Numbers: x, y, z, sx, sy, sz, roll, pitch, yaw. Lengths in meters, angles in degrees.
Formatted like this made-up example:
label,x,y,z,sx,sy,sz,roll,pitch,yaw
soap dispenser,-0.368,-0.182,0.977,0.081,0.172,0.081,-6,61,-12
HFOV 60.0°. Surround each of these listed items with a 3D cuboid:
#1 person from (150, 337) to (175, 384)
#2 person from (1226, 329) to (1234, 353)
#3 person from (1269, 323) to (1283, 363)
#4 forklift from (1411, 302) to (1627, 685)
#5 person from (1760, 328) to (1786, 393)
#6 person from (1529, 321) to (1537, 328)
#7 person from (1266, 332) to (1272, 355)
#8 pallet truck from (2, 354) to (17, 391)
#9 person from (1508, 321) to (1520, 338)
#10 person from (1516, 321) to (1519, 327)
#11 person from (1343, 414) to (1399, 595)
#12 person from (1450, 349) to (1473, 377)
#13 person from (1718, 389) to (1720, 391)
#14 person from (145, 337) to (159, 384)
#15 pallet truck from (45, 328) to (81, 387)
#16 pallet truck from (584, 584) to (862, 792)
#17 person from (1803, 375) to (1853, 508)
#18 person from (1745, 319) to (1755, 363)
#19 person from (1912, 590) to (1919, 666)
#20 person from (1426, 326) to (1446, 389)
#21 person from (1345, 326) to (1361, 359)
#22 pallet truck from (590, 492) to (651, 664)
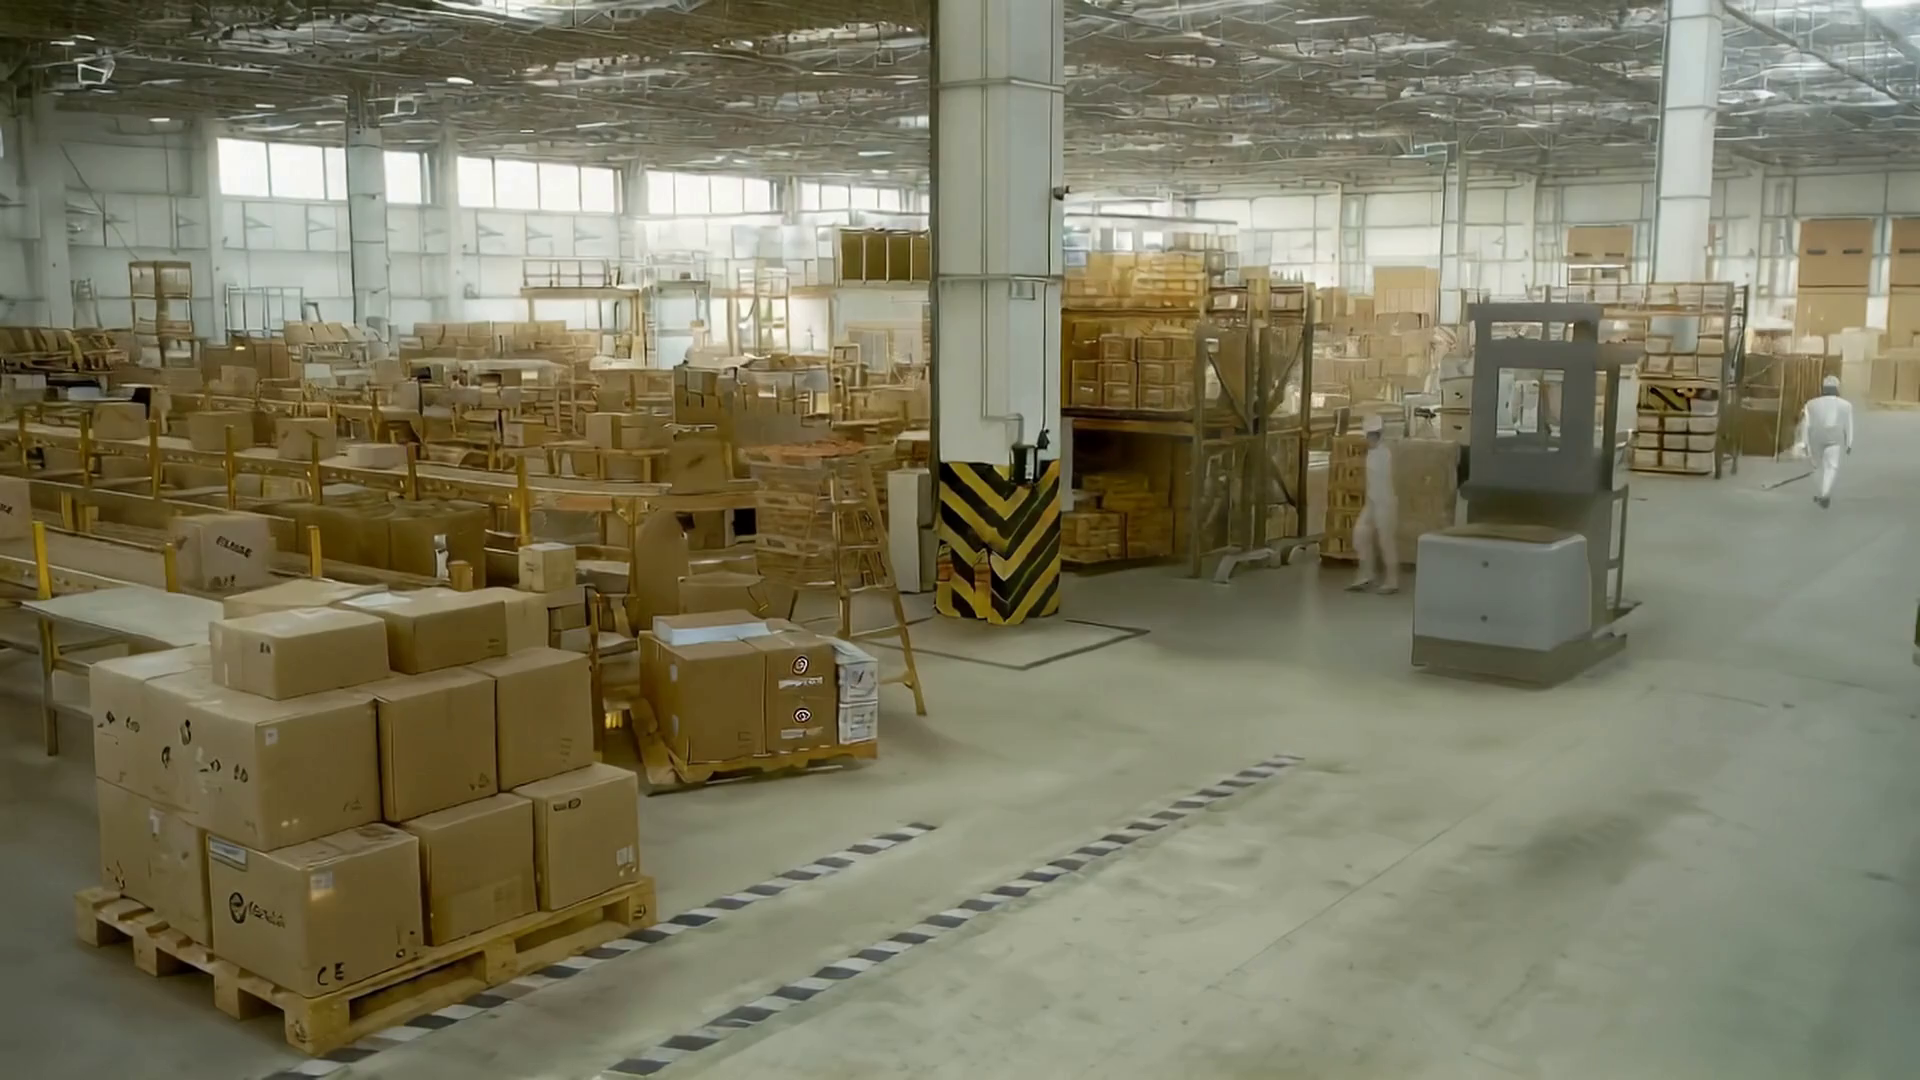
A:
label,x,y,z,sx,sy,sz,roll,pitch,yaw
person,-19.437,-4.110,40.572,0.604,1.999,1.012,-1,8,-4
person,7.476,-4.928,46.185,0.367,1.966,0.606,0,8,3
person,11.400,-6.914,59.979,0.520,1.844,0.331,-4,9,-25
forklift,4.379,-0.438,12.852,1.129,2.768,1.873,7,11,37
person,23.497,-5.170,48.015,0.613,1.905,0.616,-5,10,-31
person,27.238,-9.791,79.075,0.610,1.939,0.421,-8,12,-44
person,9.358,-5.575,50.959,0.529,1.849,0.794,-6,10,-36
pallet truck,-24.881,-4.417,42.634,1.885,1.965,0.823,8,11,41
person,24.163,-8.725,72.550,0.514,1.727,0.363,4,10,28
person,26.347,-9.751,78.919,0.440,1.933,0.637,3,9,18
person,3.948,-0.325,15.892,0.630,1.741,0.529,-2,9,-13
person,11.588,-3.611,38.495,0.528,1.610,0.542,6,10,35
person,16.723,-3.466,37.109,0.529,1.739,0.542,1,8,6
person,-21.221,-4.562,44.076,0.647,1.881,0.883,-2,9,-14
pallet truck,-23.775,-4.544,43.495,1.885,1.965,0.823,6,10,35
pallet truck,-1.426,0.805,10.019,1.601,1.201,0.680,-4,9,-26
person,11.771,-1.339,22.572,0.602,1.798,0.877,5,10,28
person,32.658,-8.220,68.796,0.634,1.841,0.429,-7,11,-41
person,5.989,0.608,9.912,0.533,1.662,0.869,5,10,30
person,14.012,-5.319,48.949,0.561,1.927,0.524,-2,9,-11
person,12.155,-5.661,51.437,0.513,1.876,0.328,3,9,18
pallet truck,-3.115,0.344,12.883,0.653,1.274,1.630,7,11,37
